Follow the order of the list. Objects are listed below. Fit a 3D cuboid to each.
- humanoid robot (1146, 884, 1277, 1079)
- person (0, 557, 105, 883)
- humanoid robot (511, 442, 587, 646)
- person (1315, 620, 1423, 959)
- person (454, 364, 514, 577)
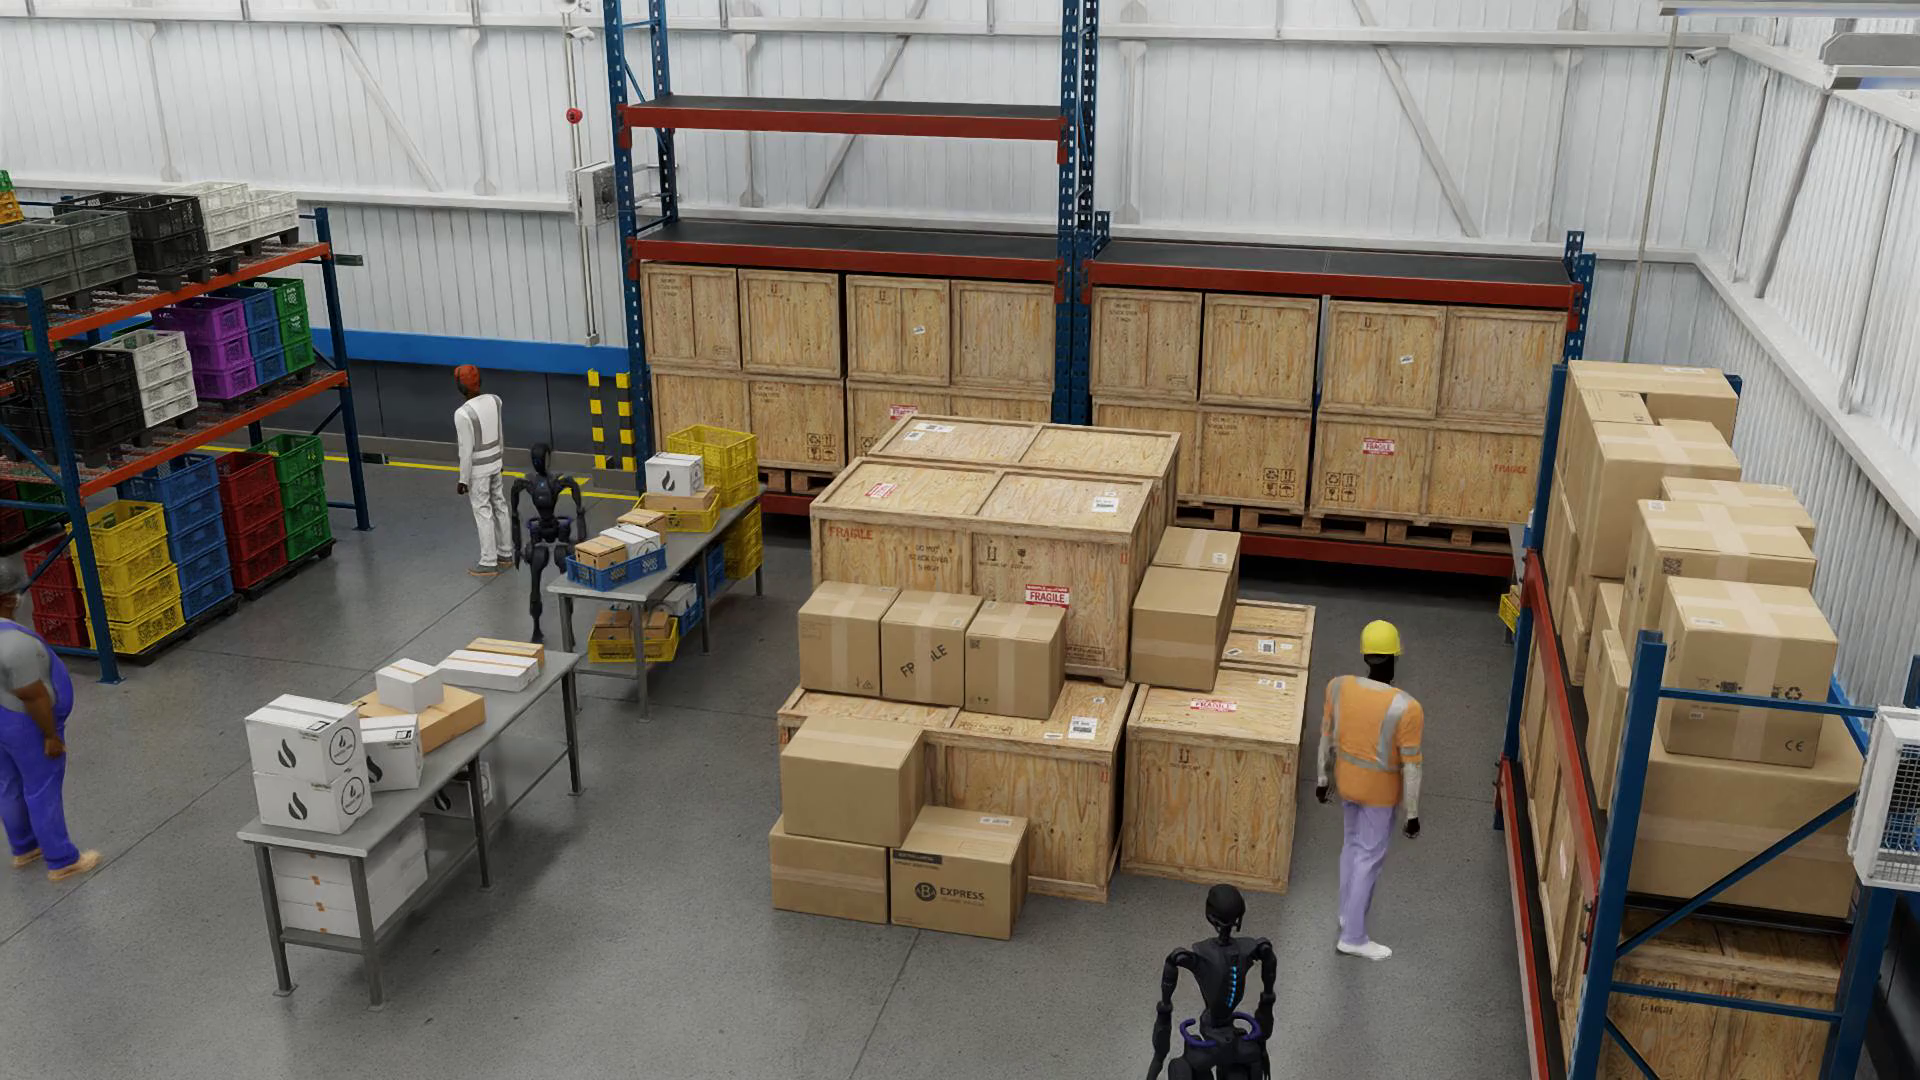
[{"bbox_3d":[1.100,2.234,7.227,0.570,1.651,0.335,-5,22,-14],"label":"humanoid robot"},{"bbox_3d":[-5.524,1.040,9.847,0.679,2.000,0.537,12,24,28],"label":"person"},{"bbox_3d":[-3.180,0.057,12.918,0.600,1.653,0.462,-3,21,-8],"label":"humanoid robot"},{"bbox_3d":[2.246,1.376,9.183,0.524,1.893,0.649,-18,27,-39],"label":"person"},{"bbox_3d":[-4.137,-0.607,14.369,0.354,1.886,0.573,8,22,19],"label":"person"}]
